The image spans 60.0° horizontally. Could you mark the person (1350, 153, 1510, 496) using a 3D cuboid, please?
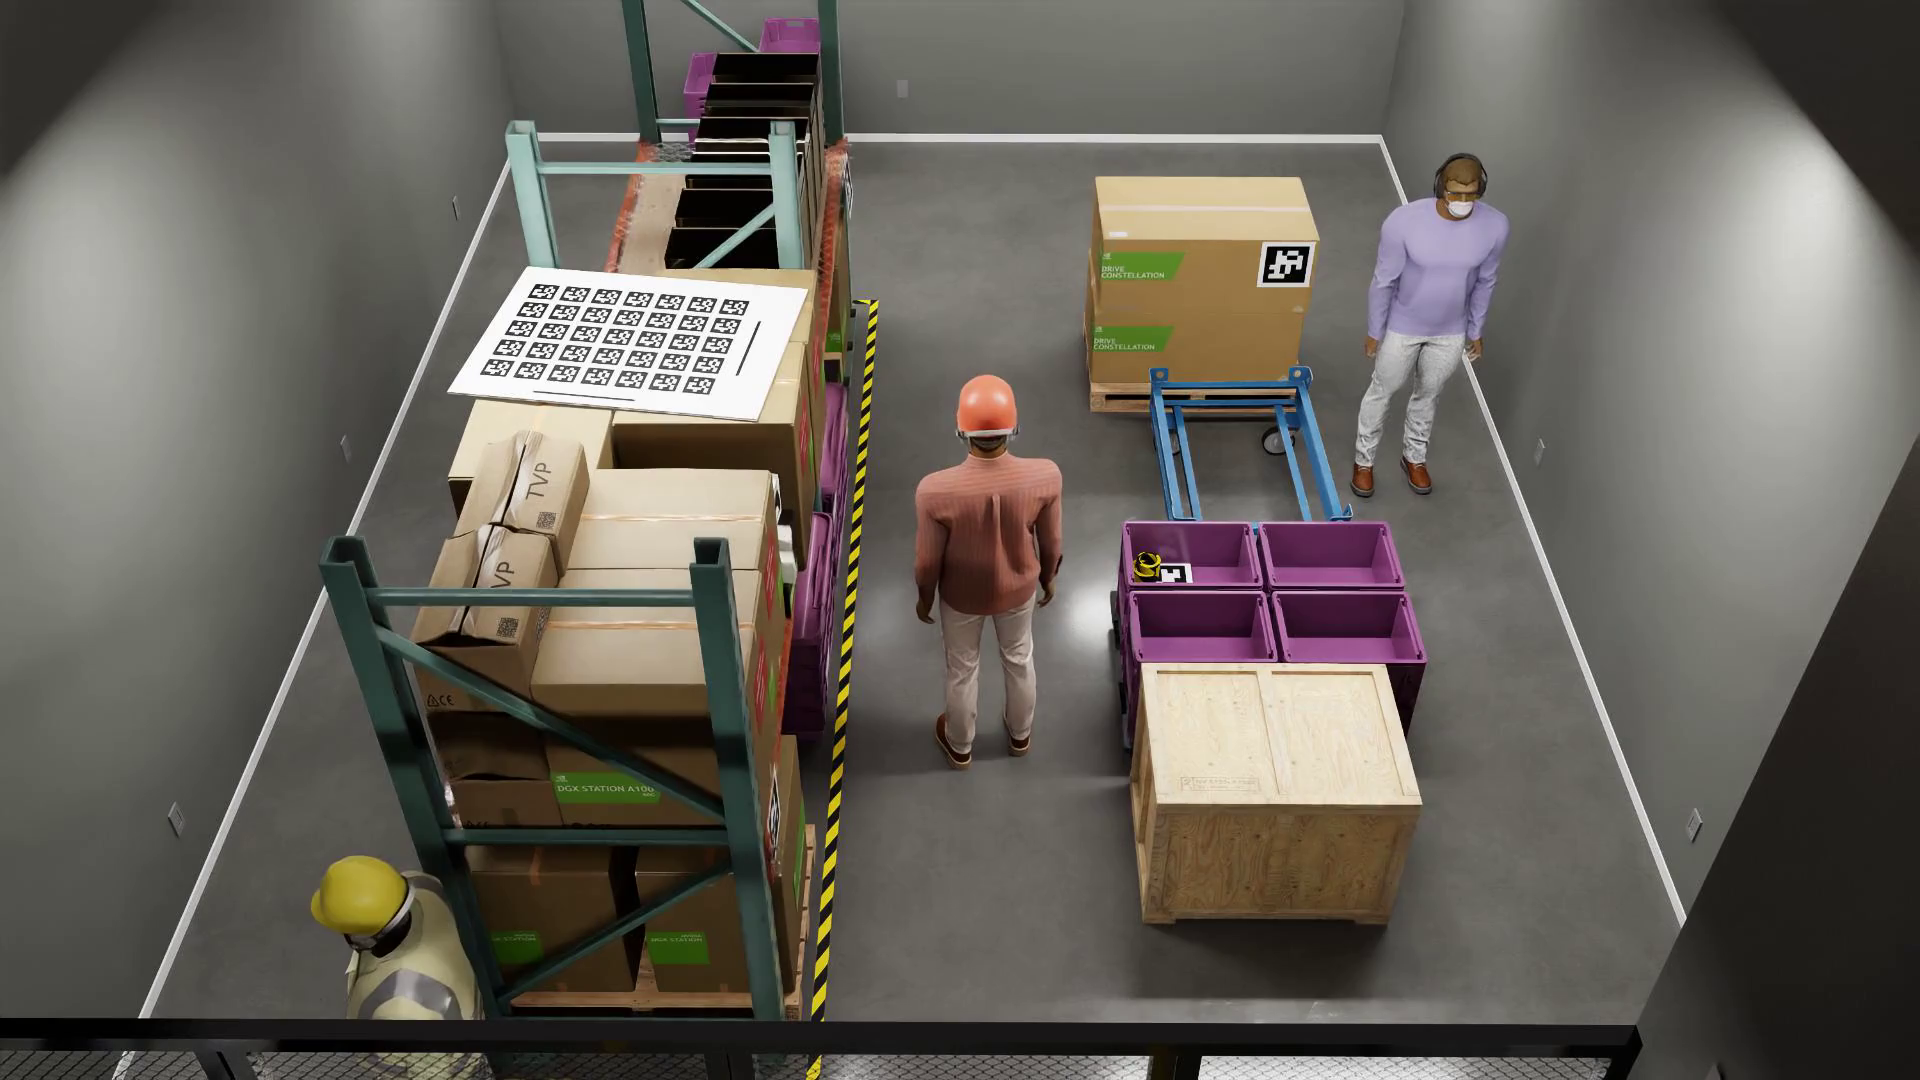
[{"bbox_3d":[2.331,-1.061,8.324,0.627,1.940,0.371,-1,41,-1],"label":"person"}]

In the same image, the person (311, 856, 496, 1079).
[{"bbox_3d":[-1.718,1.620,5.347,0.404,1.828,0.601,-8,42,-9],"label":"person"}]

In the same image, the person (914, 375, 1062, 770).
[{"bbox_3d":[0.111,0.168,6.881,0.622,1.992,0.384,-10,42,-11],"label":"person"}]
